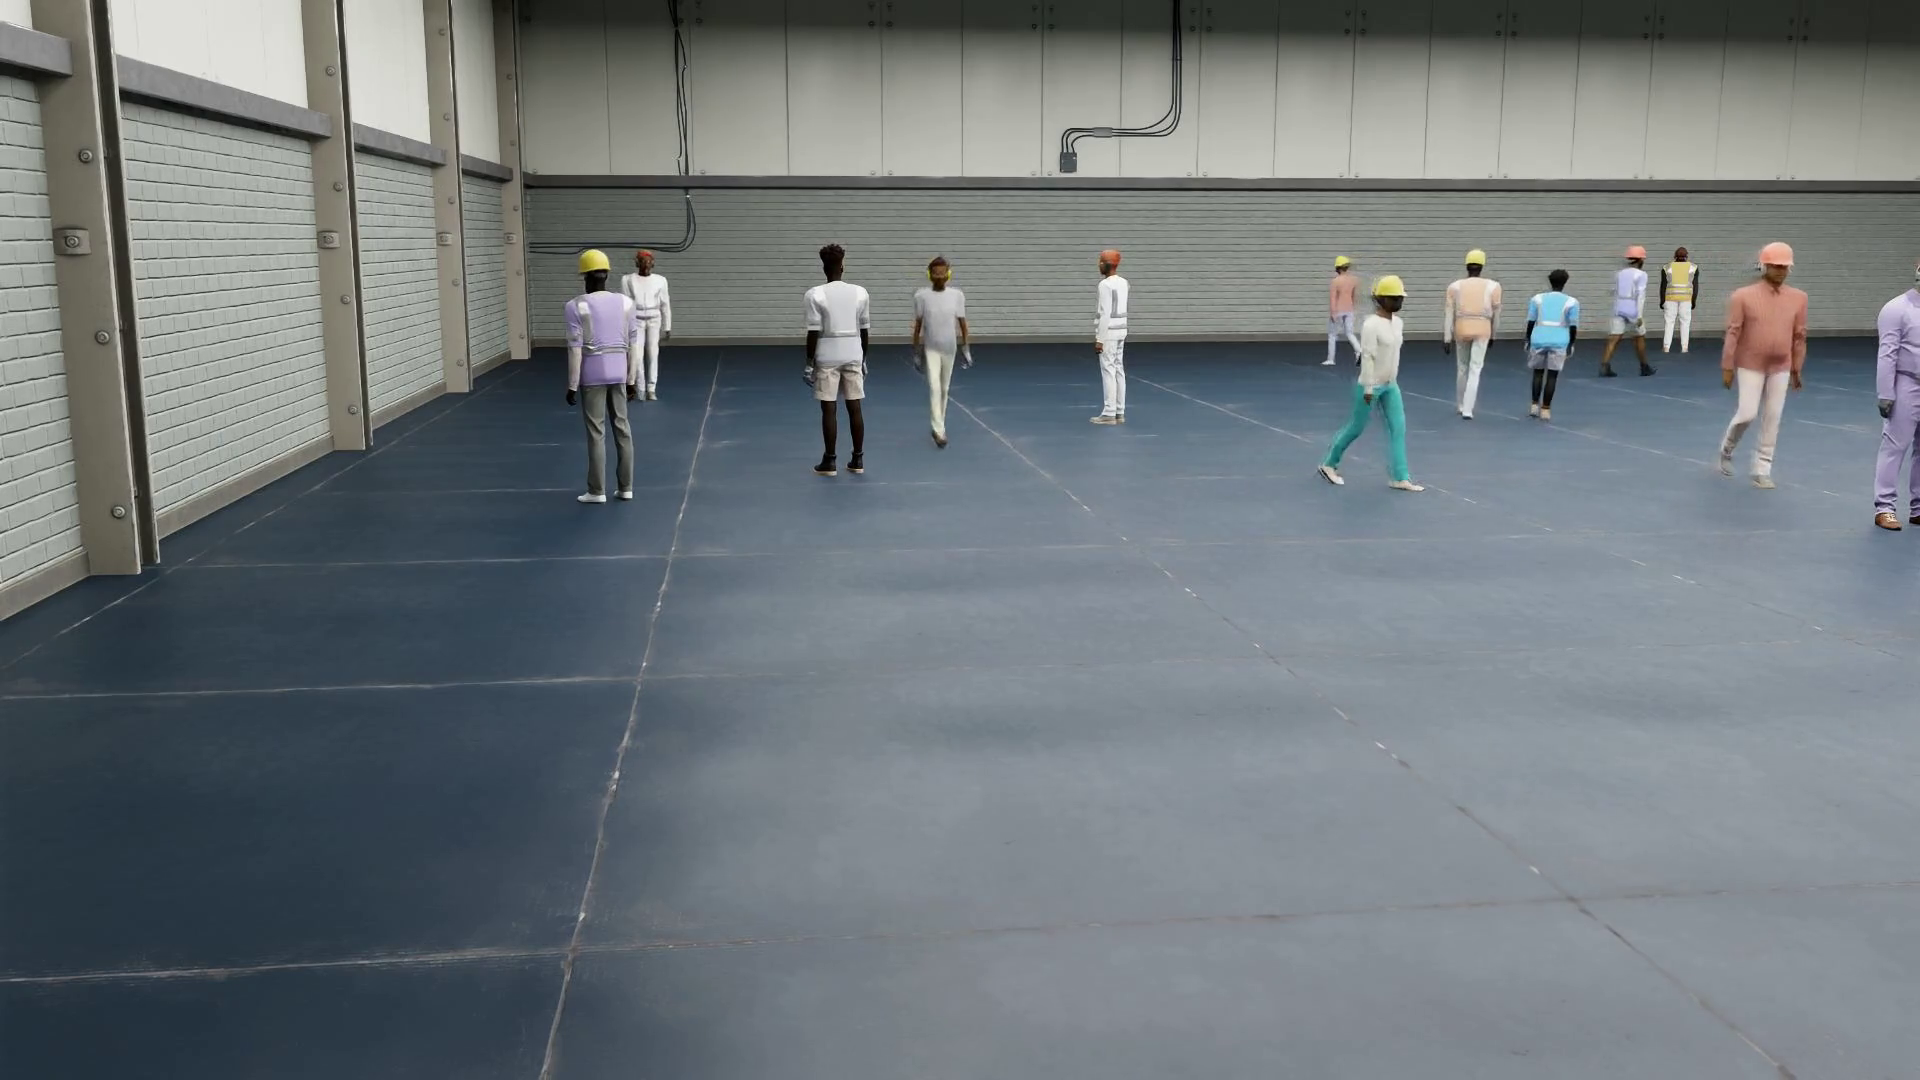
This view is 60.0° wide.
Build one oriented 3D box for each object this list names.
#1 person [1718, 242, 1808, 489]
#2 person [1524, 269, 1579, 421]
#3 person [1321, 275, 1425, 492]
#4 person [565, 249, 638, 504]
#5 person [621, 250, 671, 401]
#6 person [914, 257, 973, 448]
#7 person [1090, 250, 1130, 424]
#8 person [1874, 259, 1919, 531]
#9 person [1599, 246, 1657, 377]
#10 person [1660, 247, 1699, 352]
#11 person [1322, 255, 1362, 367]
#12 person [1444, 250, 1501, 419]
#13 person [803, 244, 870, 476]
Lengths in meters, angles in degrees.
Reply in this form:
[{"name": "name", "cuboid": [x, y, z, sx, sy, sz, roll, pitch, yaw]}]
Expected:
[{"name": "person", "cuboid": [6.500, -1.414, 13.487, 0.620, 1.981, 0.558, 0, 10, 2]}, {"name": "person", "cuboid": [6.549, -2.159, 18.400, 0.548, 1.671, 0.537, 5, 12, 27]}, {"name": "person", "cuboid": [3.321, -1.269, 13.407, 0.535, 1.729, 0.886, -9, 14, -41]}, {"name": "person", "cuboid": [-2.728, -1.233, 12.646, 0.584, 1.927, 0.369, -9, 14, -40]}, {"name": "person", "cuboid": [-3.855, -2.624, 20.460, 0.608, 1.857, 0.692, -3, 11, -14]}, {"name": "person", "cuboid": [-0.167, -1.812, 16.111, 0.536, 1.818, 0.970, -2, 11, -12]}, {"name": "person", "cuboid": [1.628, -2.194, 18.025, 0.342, 1.883, 0.587, 6, 12, 30]}, {"name": "person", "cuboid": [6.667, -1.017, 11.519, 0.642, 1.909, 0.408, -2, 10, -9]}, {"name": "person", "cuboid": [9.693, -3.289, 24.048, 0.970, 1.891, 0.553, -6, 12, -29]}, {"name": "person", "cuboid": [12.602, -4.208, 29.187, 0.626, 1.844, 0.429, 3, 11, 17]}, {"name": "person", "cuboid": [6.012, -3.575, 26.002, 0.526, 1.737, 0.775, -4, 11, -19]}, {"name": "person", "cuboid": [5.746, -2.305, 18.686, 0.577, 1.872, 0.969, 5, 11, 25]}, {"name": "person", "cuboid": [-1.048, -1.526, 14.153, 0.602, 1.961, 0.371, -6, 12, -28]}]
